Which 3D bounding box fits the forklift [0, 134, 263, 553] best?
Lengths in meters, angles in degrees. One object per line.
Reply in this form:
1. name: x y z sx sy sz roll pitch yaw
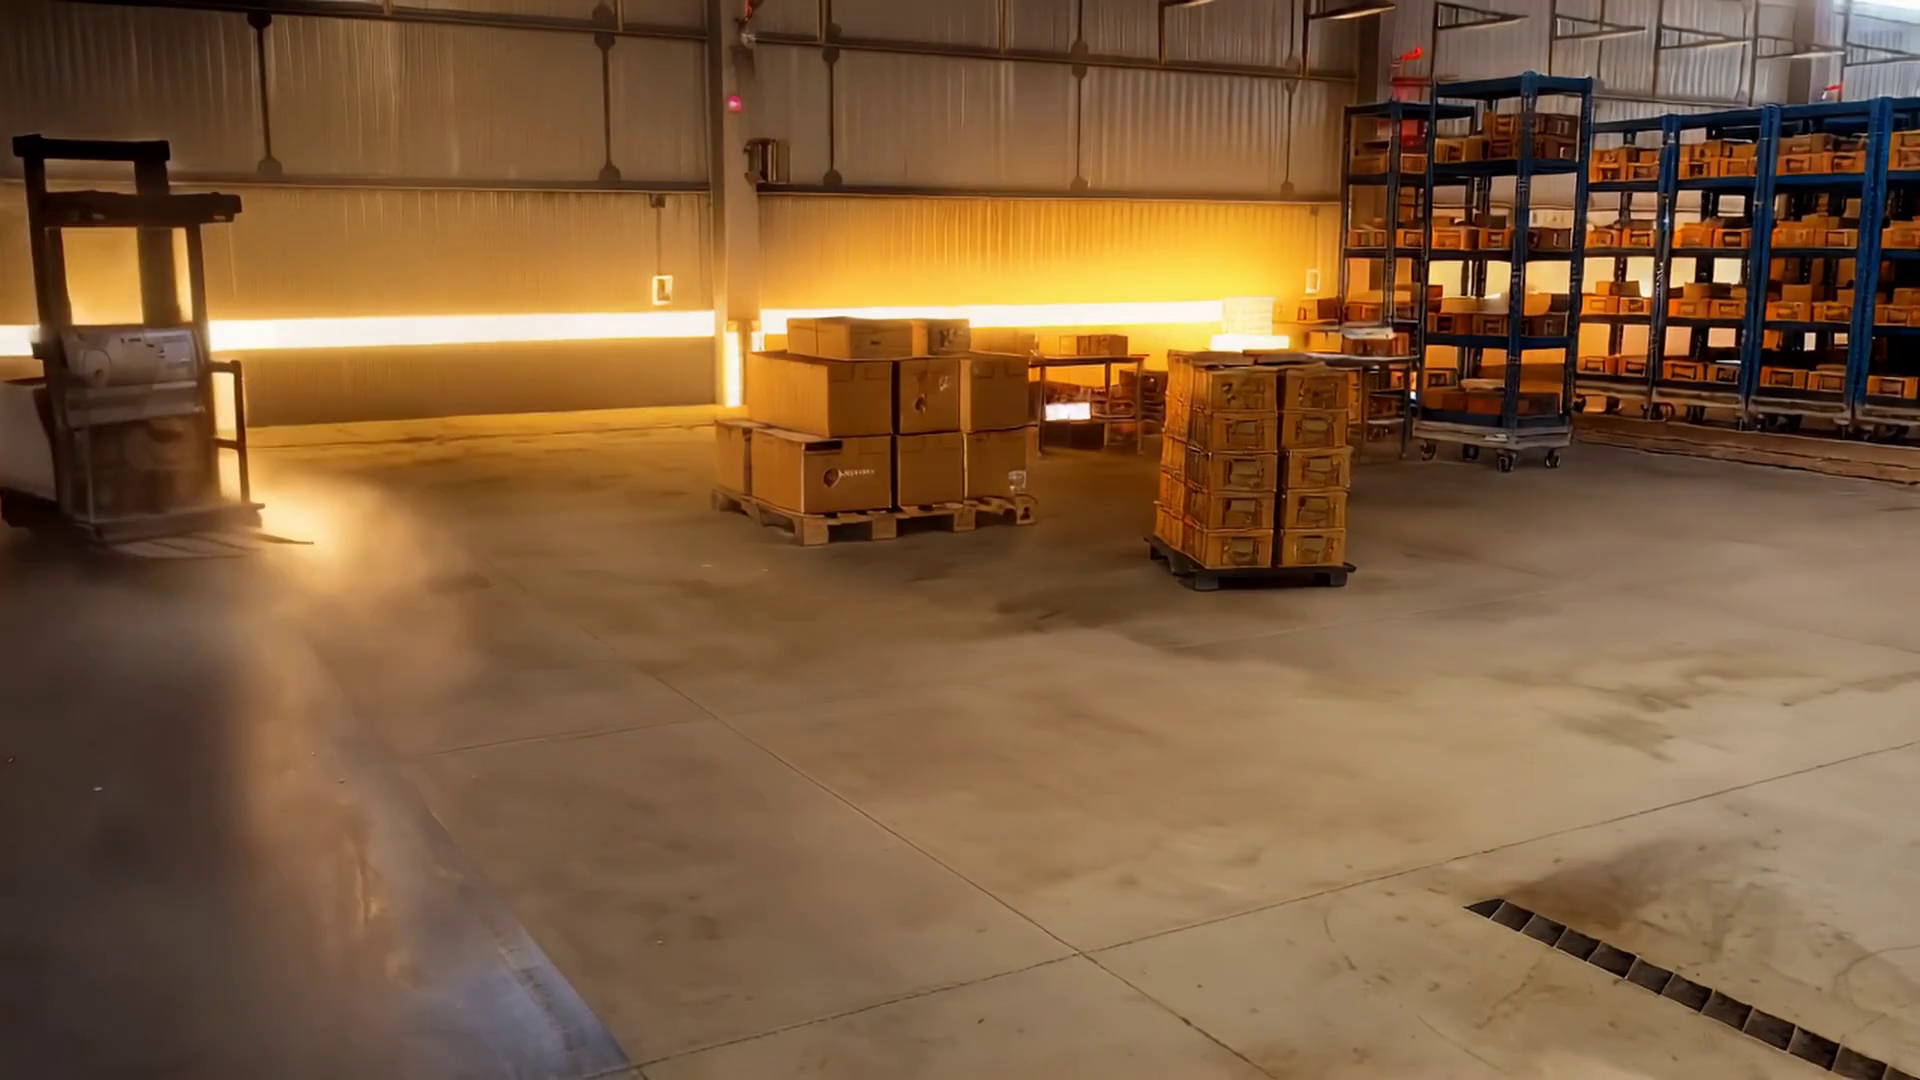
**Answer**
1. forklift: -6.072 -1.447 11.867 1.873 2.768 1.129 8 13 40
